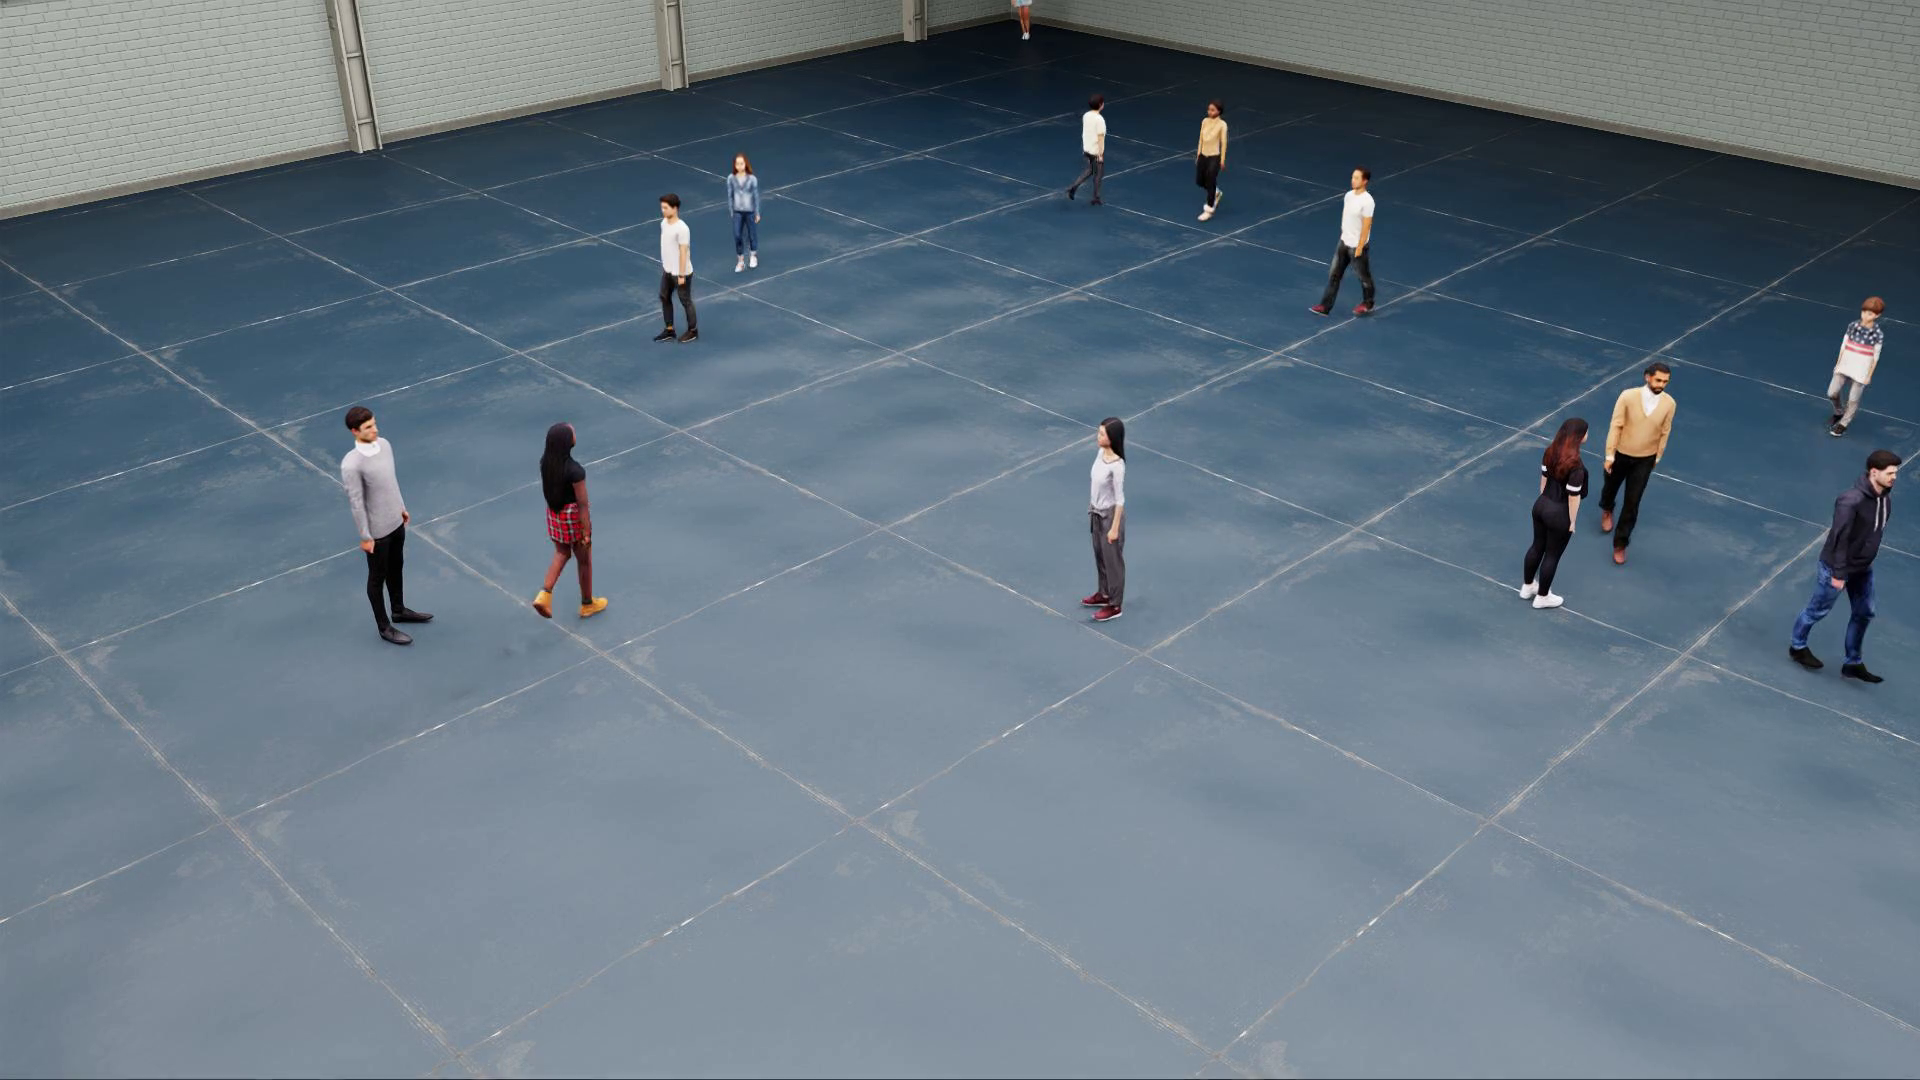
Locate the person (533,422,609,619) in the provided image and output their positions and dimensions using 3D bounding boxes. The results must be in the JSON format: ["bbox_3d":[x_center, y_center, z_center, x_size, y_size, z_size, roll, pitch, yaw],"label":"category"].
[{"bbox_3d":[-3.128,-0.095,13.058,0.734,1.713,0.964,16,32,27],"label":"person"}]

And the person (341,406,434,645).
[{"bbox_3d":[-4.516,-0.145,12.927,0.899,1.923,0.779,6,29,12],"label":"person"}]

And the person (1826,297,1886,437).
[{"bbox_3d":[8.870,-1.731,16.425,0.576,1.436,0.556,-21,34,-34],"label":"person"}]

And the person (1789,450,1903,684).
[{"bbox_3d":[6.561,0.135,12.465,0.964,1.863,0.925,-15,31,-25],"label":"person"}]

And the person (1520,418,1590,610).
[{"bbox_3d":[4.788,-0.227,13.388,0.716,1.636,0.696,-10,30,-18],"label":"person"}]

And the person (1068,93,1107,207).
[{"bbox_3d":[1.807,-5.409,23.185,0.860,1.572,0.686,-17,33,-29],"label":"person"}]

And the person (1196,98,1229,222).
[{"bbox_3d":[3.482,-5.230,22.770,0.790,1.646,0.599,-24,36,-37],"label":"person"}]

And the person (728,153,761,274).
[{"bbox_3d":[-2.680,-4.146,20.934,0.799,1.459,0.871,2,28,3],"label":"person"}]

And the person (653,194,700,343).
[{"bbox_3d":[-3.102,-3.058,18.625,0.761,1.709,0.691,-22,35,-35],"label":"person"}]

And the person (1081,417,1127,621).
[{"bbox_3d":[1.185,-0.176,13.187,0.690,1.733,0.689,-8,29,-15],"label":"person"}]

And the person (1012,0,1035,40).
[{"bbox_3d":[1.298,-10.890,33.351,0.750,1.691,0.817,0,28,0],"label":"person"}]

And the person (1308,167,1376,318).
[{"bbox_3d":[4.647,-3.420,19.252,1.203,1.759,0.890,-14,31,-24],"label":"person"}]

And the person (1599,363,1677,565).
[{"bbox_3d":[5.739,-0.739,14.253,1.002,1.727,1.234,9,29,17],"label":"person"}]
